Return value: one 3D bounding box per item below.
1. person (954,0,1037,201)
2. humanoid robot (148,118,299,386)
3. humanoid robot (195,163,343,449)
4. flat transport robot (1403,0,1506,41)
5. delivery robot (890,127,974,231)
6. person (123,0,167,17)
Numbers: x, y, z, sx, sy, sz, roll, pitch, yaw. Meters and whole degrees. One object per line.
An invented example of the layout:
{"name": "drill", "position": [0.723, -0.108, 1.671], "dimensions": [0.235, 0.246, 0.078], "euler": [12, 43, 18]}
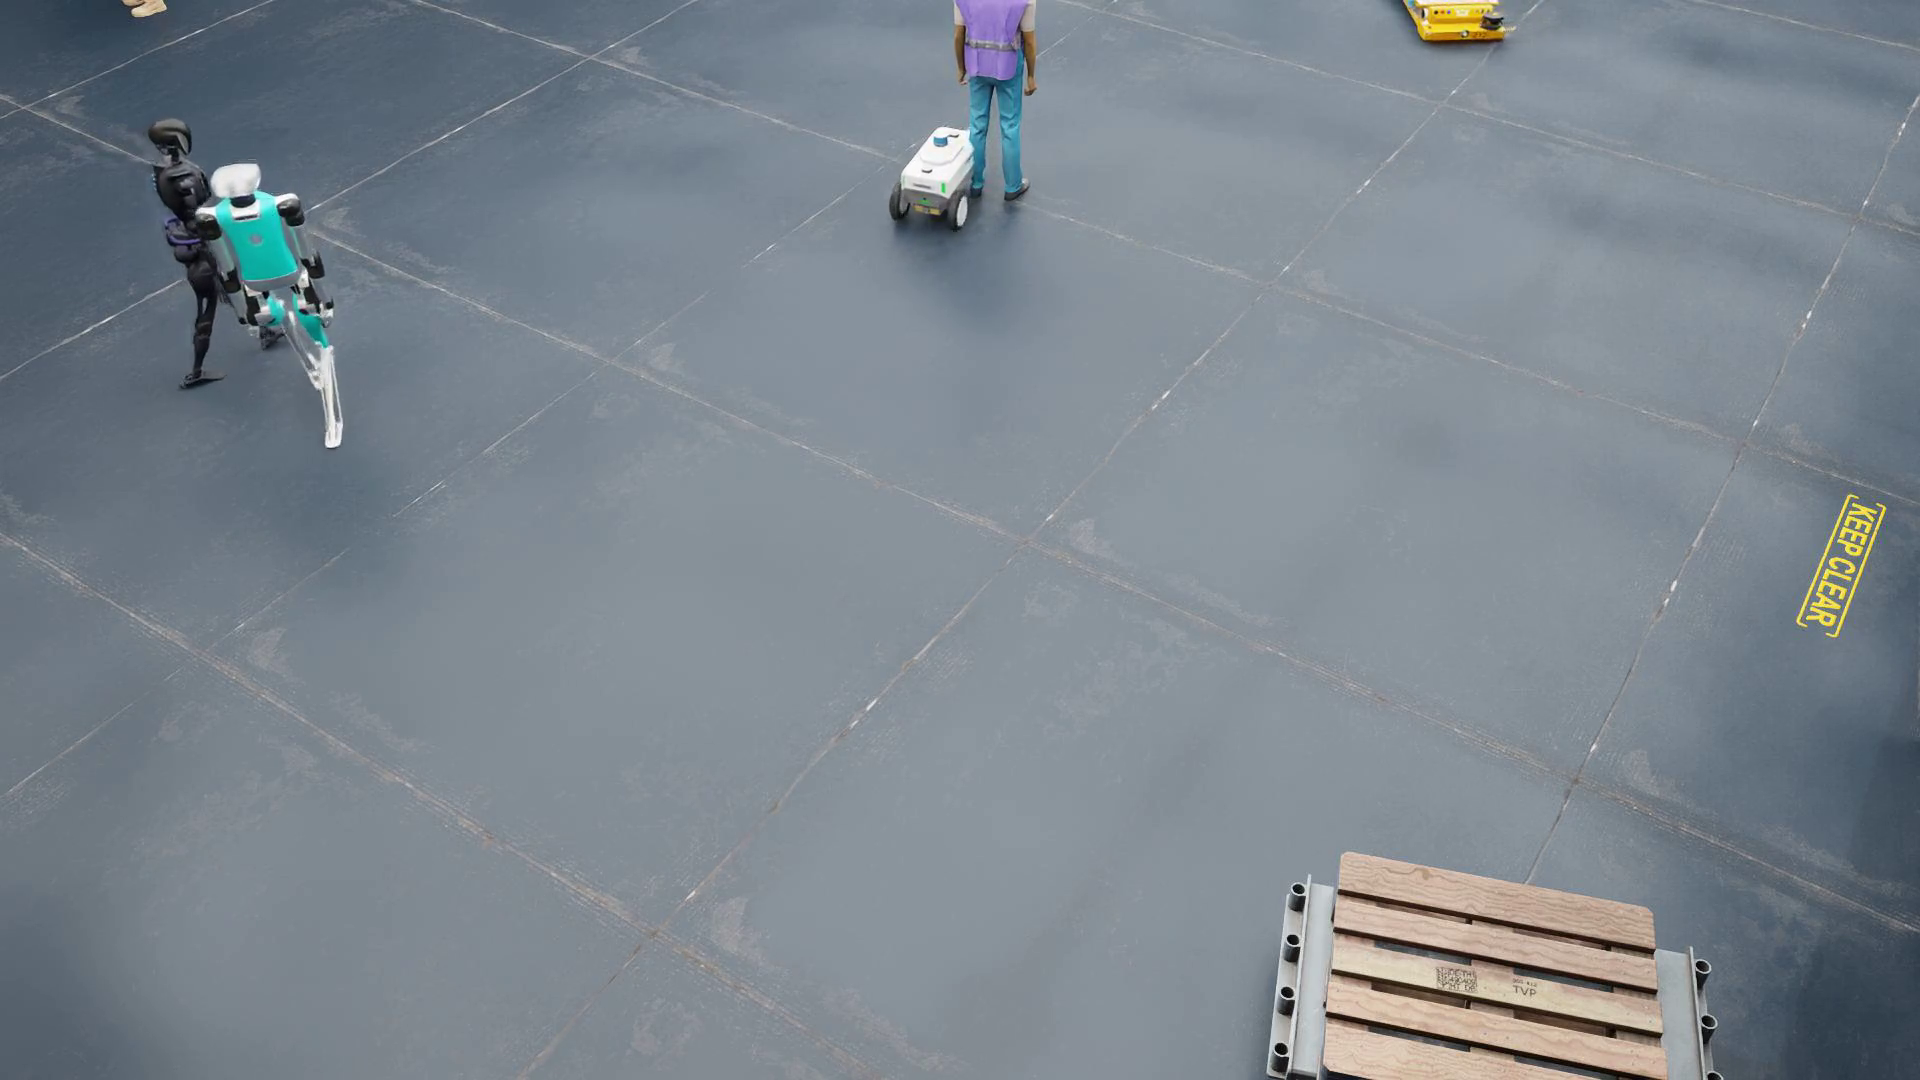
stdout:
{"name": "person", "position": [0.231, -3.124, 11.095], "dimensions": [0.563, 1.842, 0.391], "euler": [11, 43, 12]}
{"name": "humanoid robot", "position": [-4.383, -1.686, 9.643], "dimensions": [0.754, 1.633, 0.593], "euler": [-22, 46, -23]}
{"name": "humanoid robot", "position": [-3.795, -1.451, 9.328], "dimensions": [0.548, 1.764, 0.975], "euler": [-11, 43, -12]}
{"name": "flat transport robot", "position": [4.030, -4.564, 13.886], "dimensions": [0.659, 0.231, 1.431], "euler": [-2, 42, -2]}
{"name": "delivery robot", "position": [-0.136, -2.495, 11.359], "dimensions": [0.499, 0.598, 0.791], "euler": [14, 44, 15]}
{"name": "person", "position": [-6.815, -5.105, 13.381], "dimensions": [0.323, 1.748, 0.481], "euler": [-21, 46, -22]}
